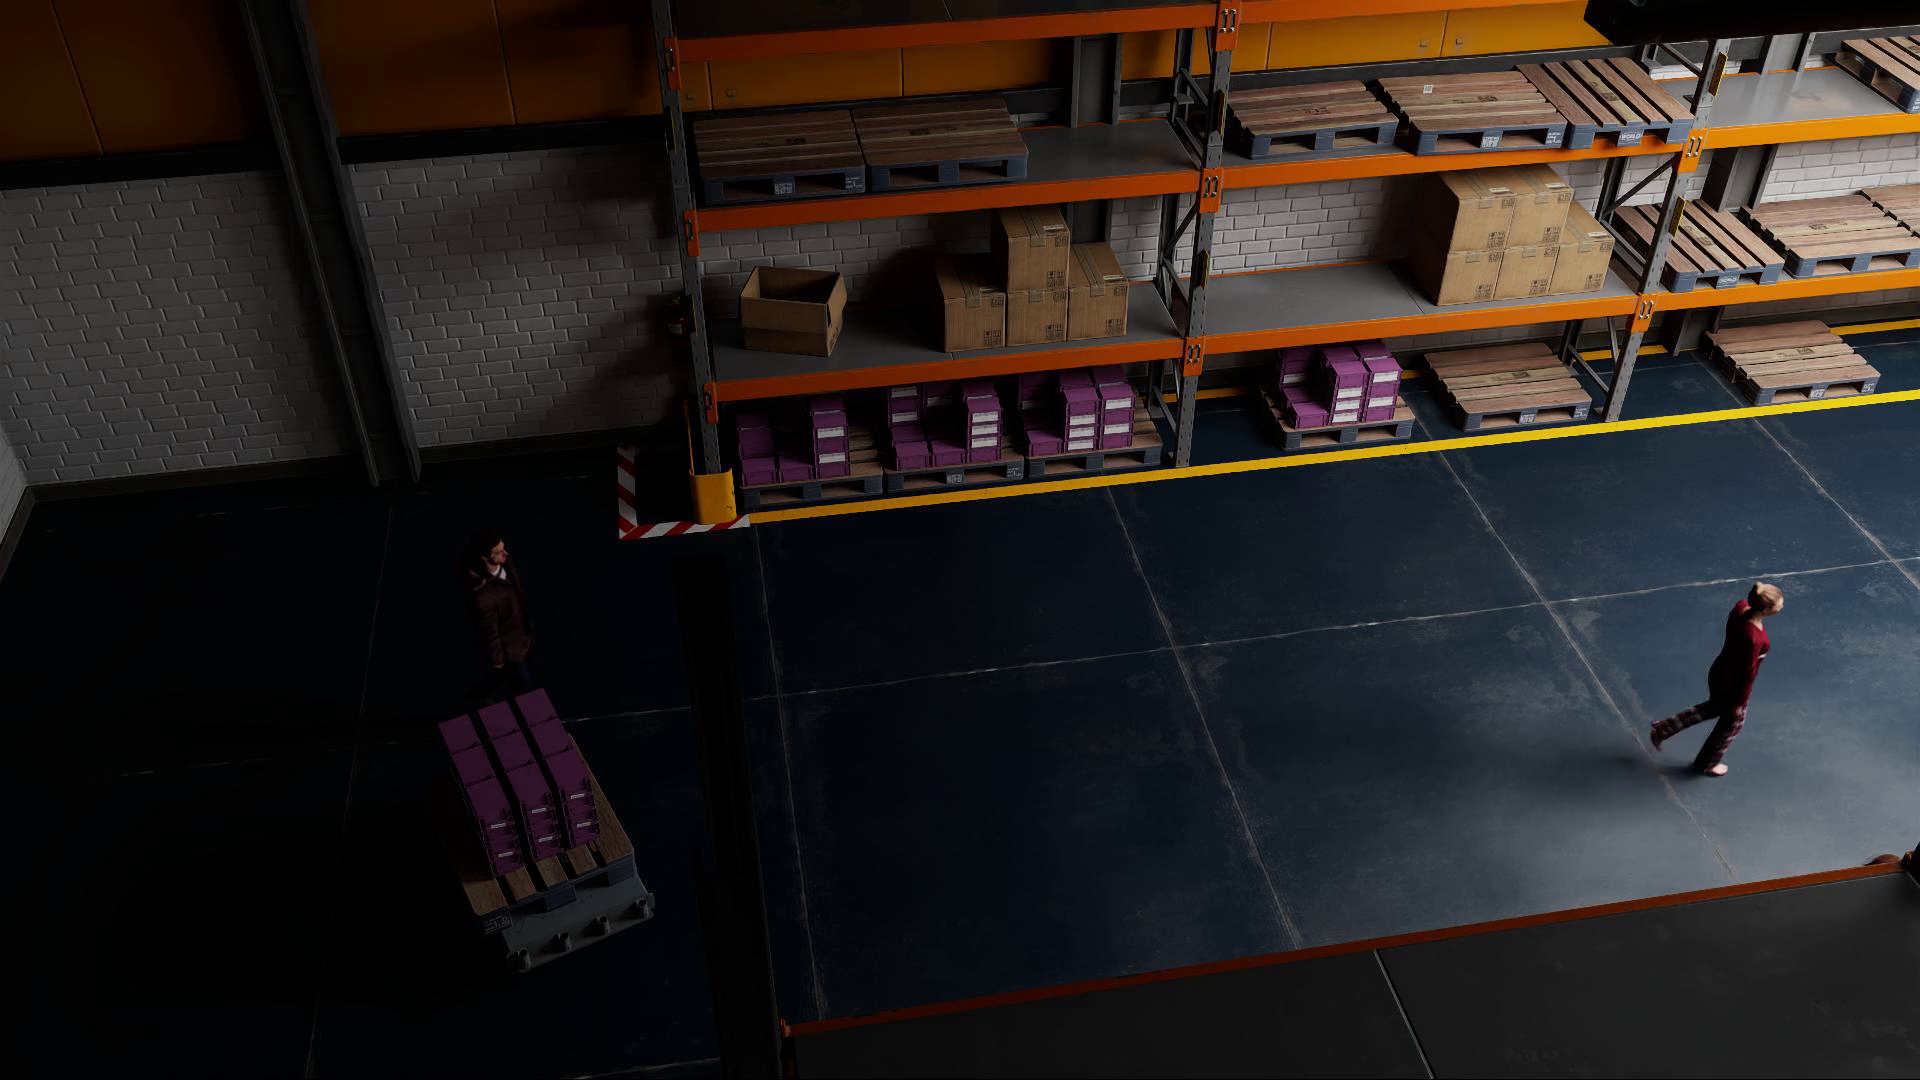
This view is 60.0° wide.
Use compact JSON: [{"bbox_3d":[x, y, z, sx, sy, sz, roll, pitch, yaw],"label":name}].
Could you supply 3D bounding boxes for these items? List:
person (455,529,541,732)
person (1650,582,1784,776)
[{"bbox_3d":[-3.191,0.643,11.360,0.940,1.830,0.823,0,39,0],"label":"person"},{"bbox_3d":[5.083,0.921,11.129,0.884,1.683,0.752,3,39,4],"label":"person"}]
